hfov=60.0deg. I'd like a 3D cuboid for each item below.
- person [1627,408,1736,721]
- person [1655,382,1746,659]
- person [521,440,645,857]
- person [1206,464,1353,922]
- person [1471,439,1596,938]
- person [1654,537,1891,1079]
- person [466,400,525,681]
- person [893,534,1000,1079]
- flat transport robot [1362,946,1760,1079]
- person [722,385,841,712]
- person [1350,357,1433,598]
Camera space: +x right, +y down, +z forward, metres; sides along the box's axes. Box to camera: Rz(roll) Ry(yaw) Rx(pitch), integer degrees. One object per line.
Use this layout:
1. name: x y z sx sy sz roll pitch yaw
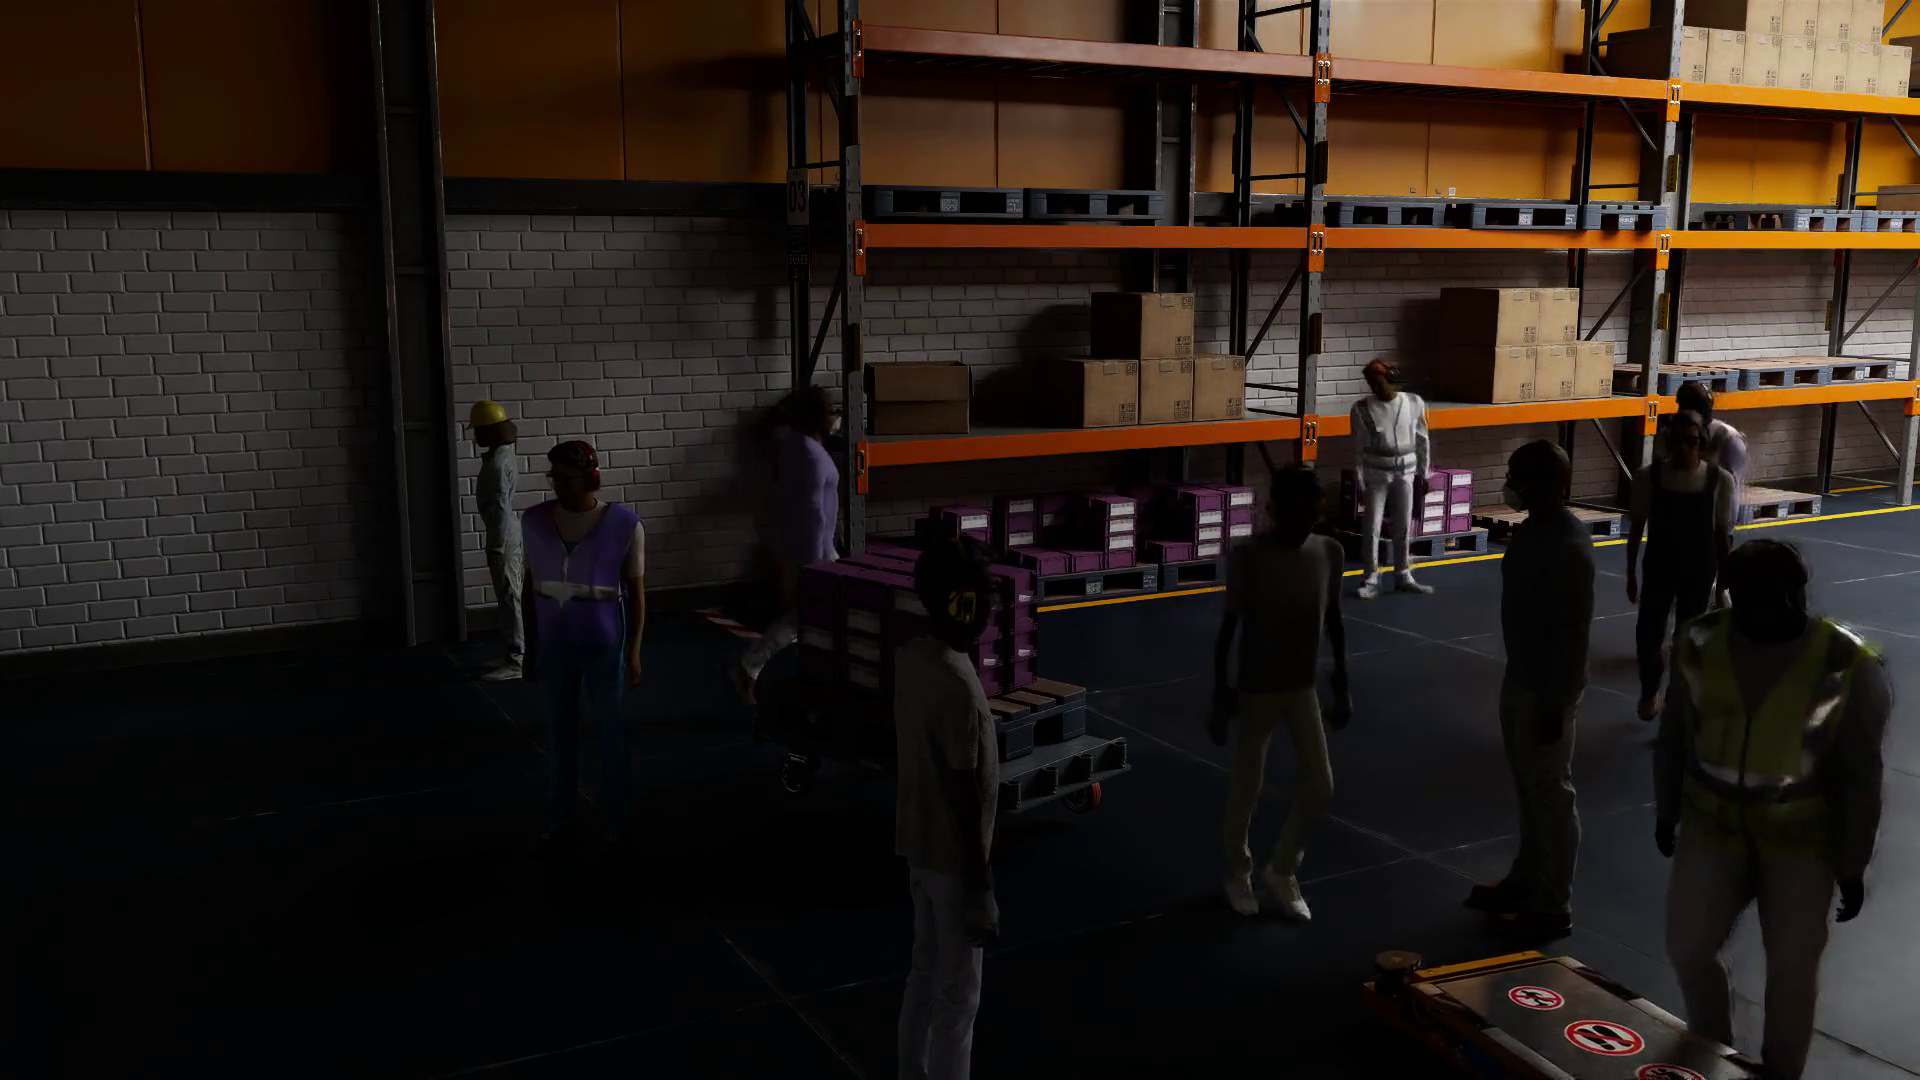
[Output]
1. person: 3.855 0.195 8.943 0.505 1.832 0.500 4 11 23
2. person: 4.766 -0.121 10.772 0.722 1.818 0.637 -6 12 -31
3. person: -1.649 0.472 7.312 0.563 1.837 0.388 1 10 8
4. person: 1.267 0.610 6.555 0.642 1.838 0.455 -2 10 -14
5. person: 2.247 0.572 6.448 0.355 1.936 0.633 1 10 6
6. person: 2.386 0.887 4.970 0.667 1.816 0.469 9 13 42
7. person: -2.871 0.001 10.318 0.305 1.737 0.484 -2 10 -10
8. person: -0.014 0.909 4.705 0.329 1.871 0.510 -4 11 -22
9. flat transport robot: 1.951 1.617 5.225 0.652 0.197 1.431 -4 11 -20
10. person: -0.900 0.083 9.347 0.809 1.915 0.637 -3 10 -17
11. person: 3.322 -0.461 12.664 0.738 1.863 0.350 -1 10 -5
